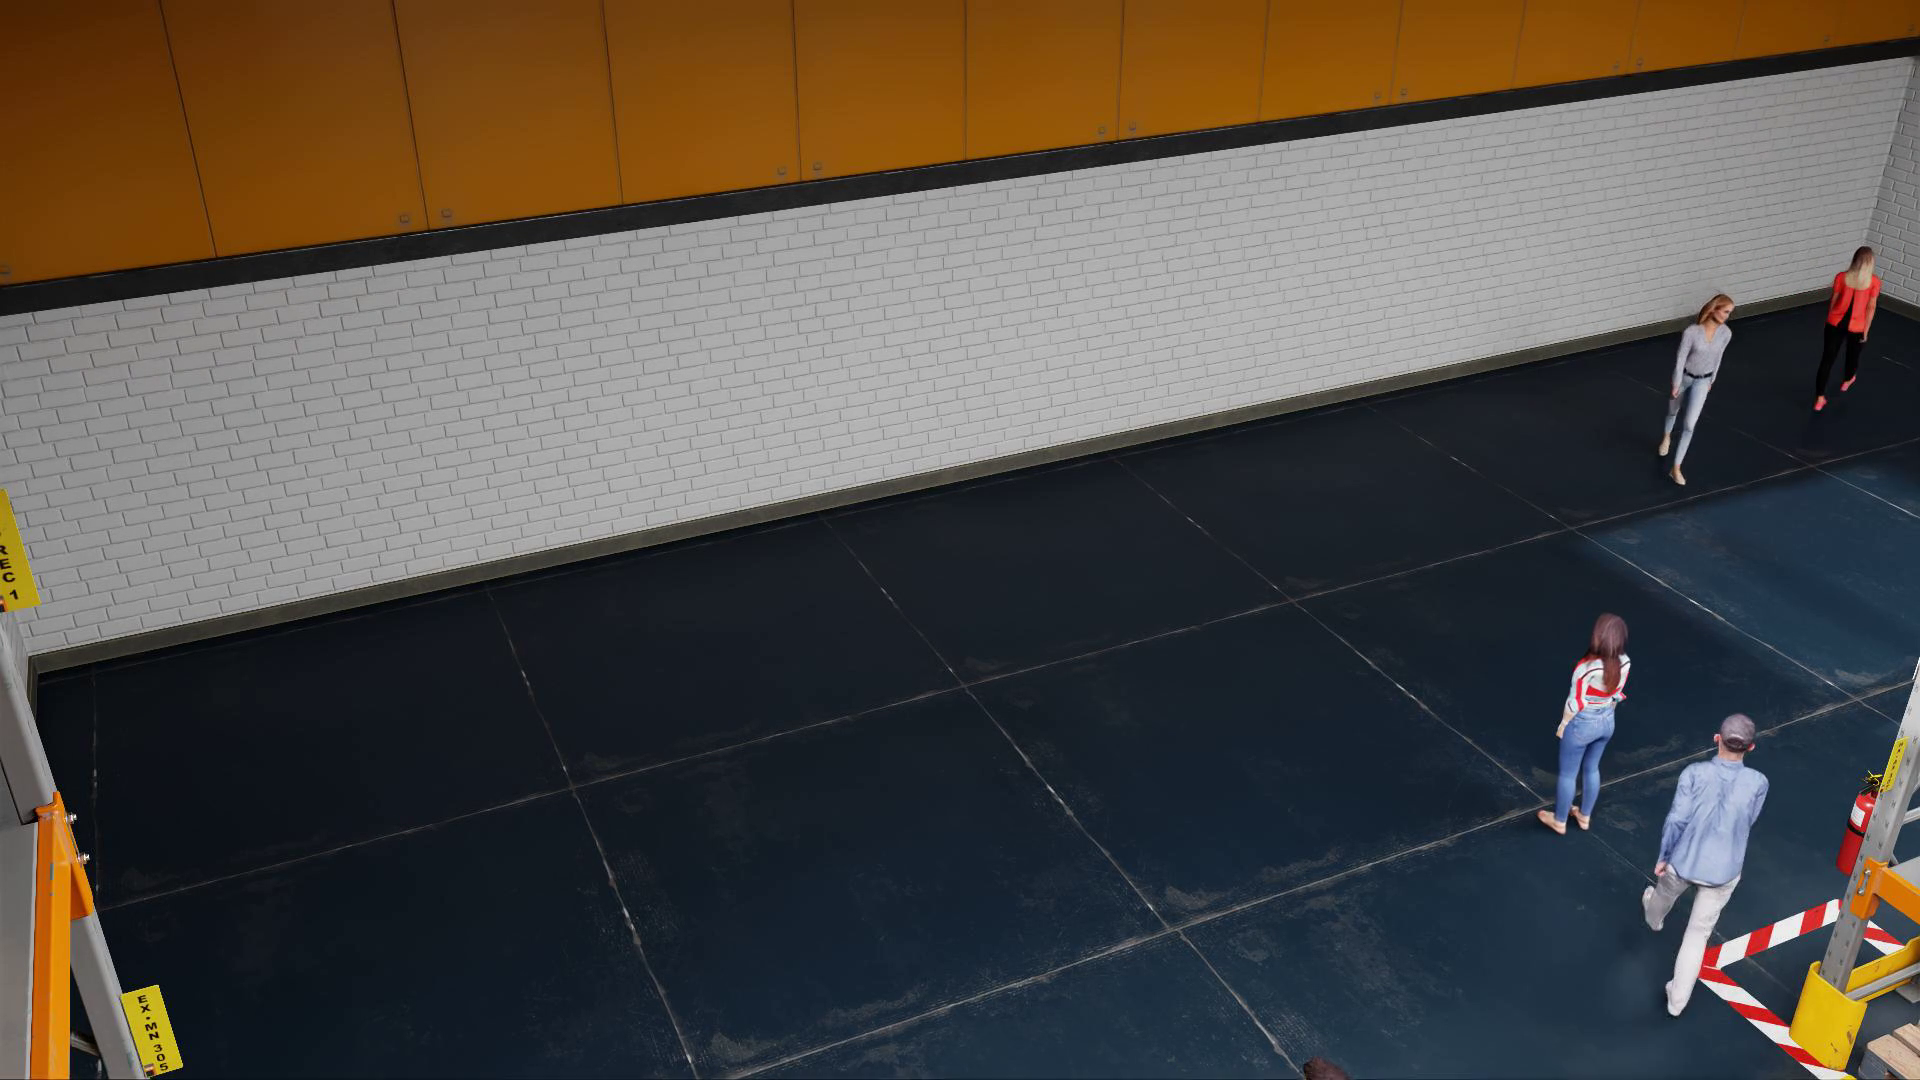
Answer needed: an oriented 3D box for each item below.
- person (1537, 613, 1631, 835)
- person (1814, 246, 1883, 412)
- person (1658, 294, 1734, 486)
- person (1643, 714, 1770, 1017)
[{"bbox_3d":[4.093,1.196,10.796,0.594,1.611,0.502,-11,31,-20],"label":"person"},{"bbox_3d":[8.915,-2.093,16.795,1.139,1.641,1.020,20,34,32],"label":"person"},{"bbox_3d":[6.808,-1.481,15.571,1.078,1.739,1.221,7,29,12],"label":"person"},{"bbox_3d":[4.177,1.864,9.329,1.134,1.844,1.206,8,30,14],"label":"person"}]
